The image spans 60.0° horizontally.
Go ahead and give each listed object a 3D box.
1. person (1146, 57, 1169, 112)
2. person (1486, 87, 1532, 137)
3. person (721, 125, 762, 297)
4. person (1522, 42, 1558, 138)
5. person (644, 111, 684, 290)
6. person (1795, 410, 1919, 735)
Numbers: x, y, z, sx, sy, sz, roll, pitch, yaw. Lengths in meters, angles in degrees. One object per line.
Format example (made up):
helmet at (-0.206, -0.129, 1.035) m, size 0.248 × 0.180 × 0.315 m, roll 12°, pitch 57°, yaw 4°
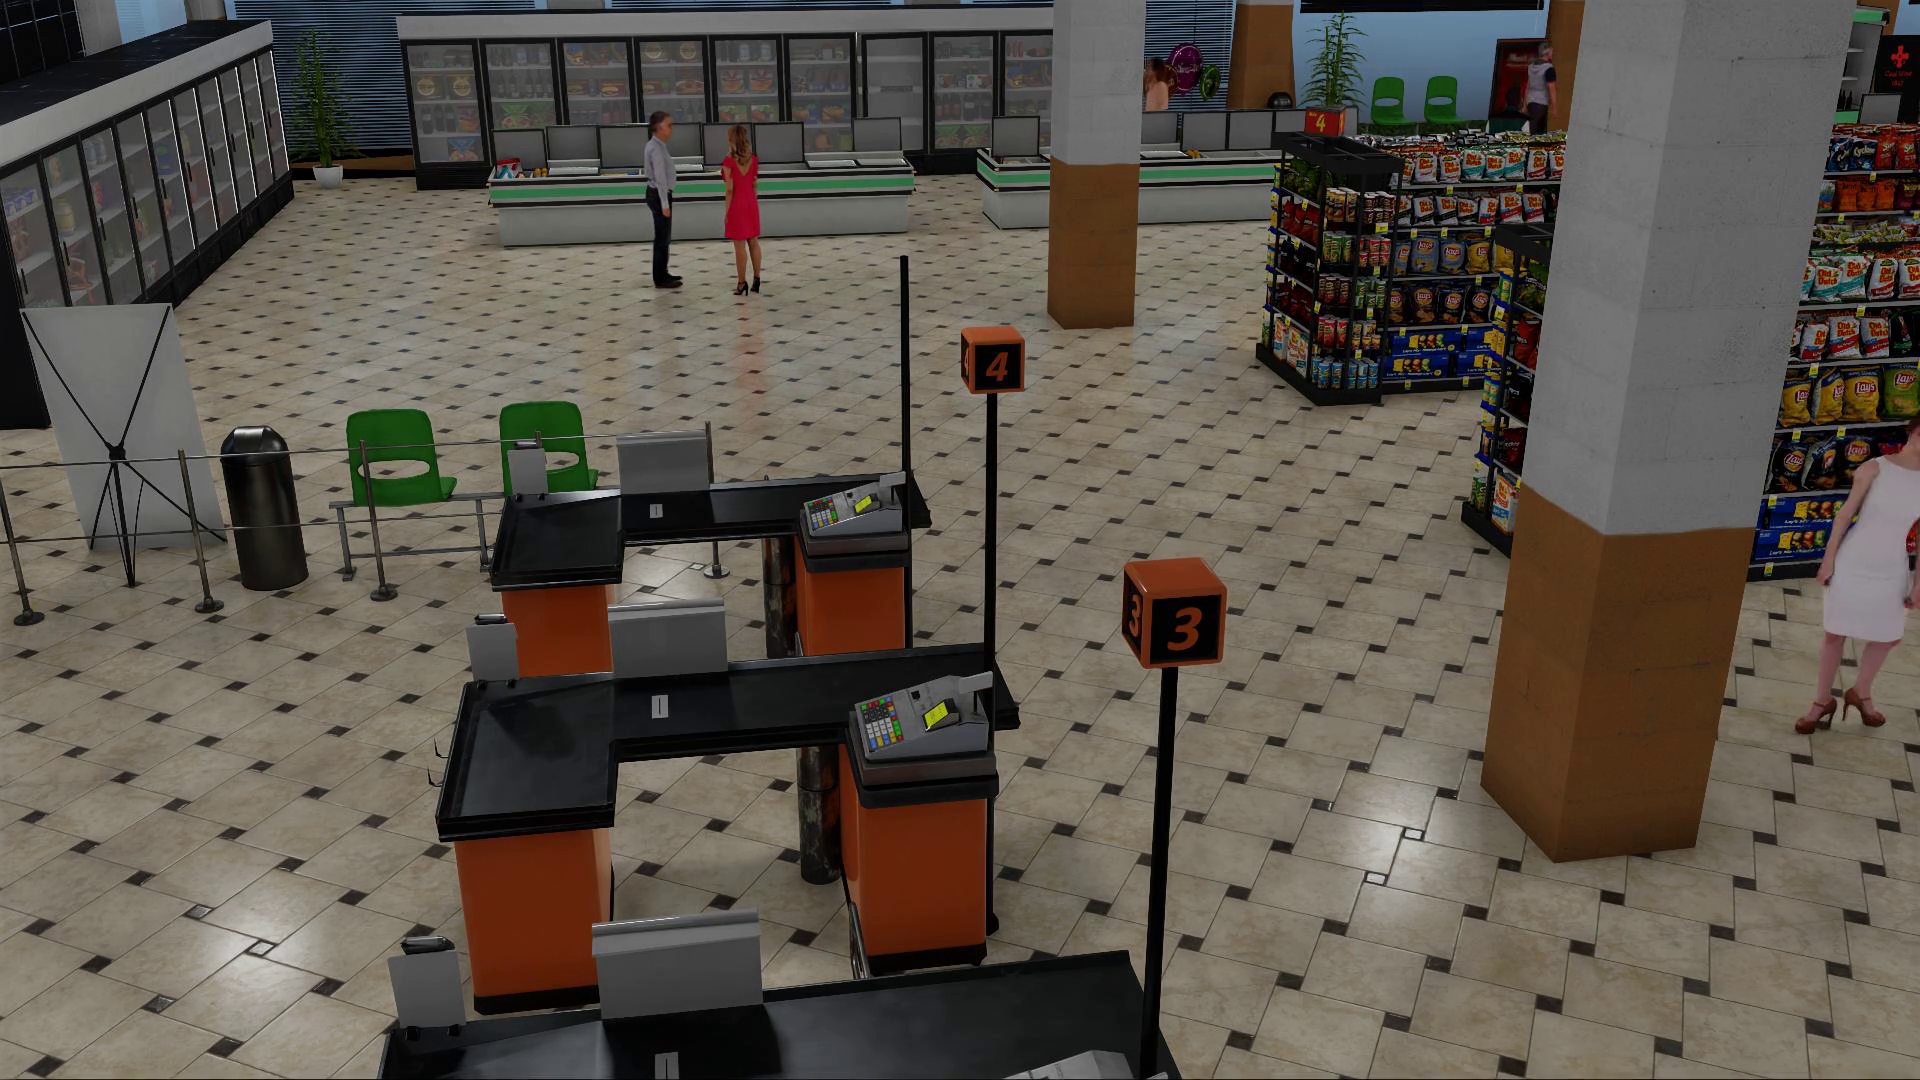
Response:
person at (2.663, -5.610, 22.497) m, size 0.527 × 1.790 × 0.601 m, roll -5°, pitch 22°, yaw -13°
person at (6.241, -4.245, 19.032) m, size 0.786 × 1.839 × 0.821 m, roll 18°, pitch 28°, yaw 38°
person at (-2.221, -3.378, 17.023) m, size 0.633 × 1.728 × 0.722 m, roll -19°, pitch 29°, yaw -39°
person at (8.284, -6.251, 24.105) m, size 1.256 × 1.779 × 0.795 m, roll -6°, pitch 23°, yaw -15°
person at (-3.124, -3.548, 17.328) m, size 0.567 × 1.817 × 0.653 m, roll -5°, pitch 22°, yaw -13°
person at (4.406, 0.159, 8.164) m, size 0.615 × 1.771 × 0.771 m, roll 11°, pitch 24°, yaw 26°
